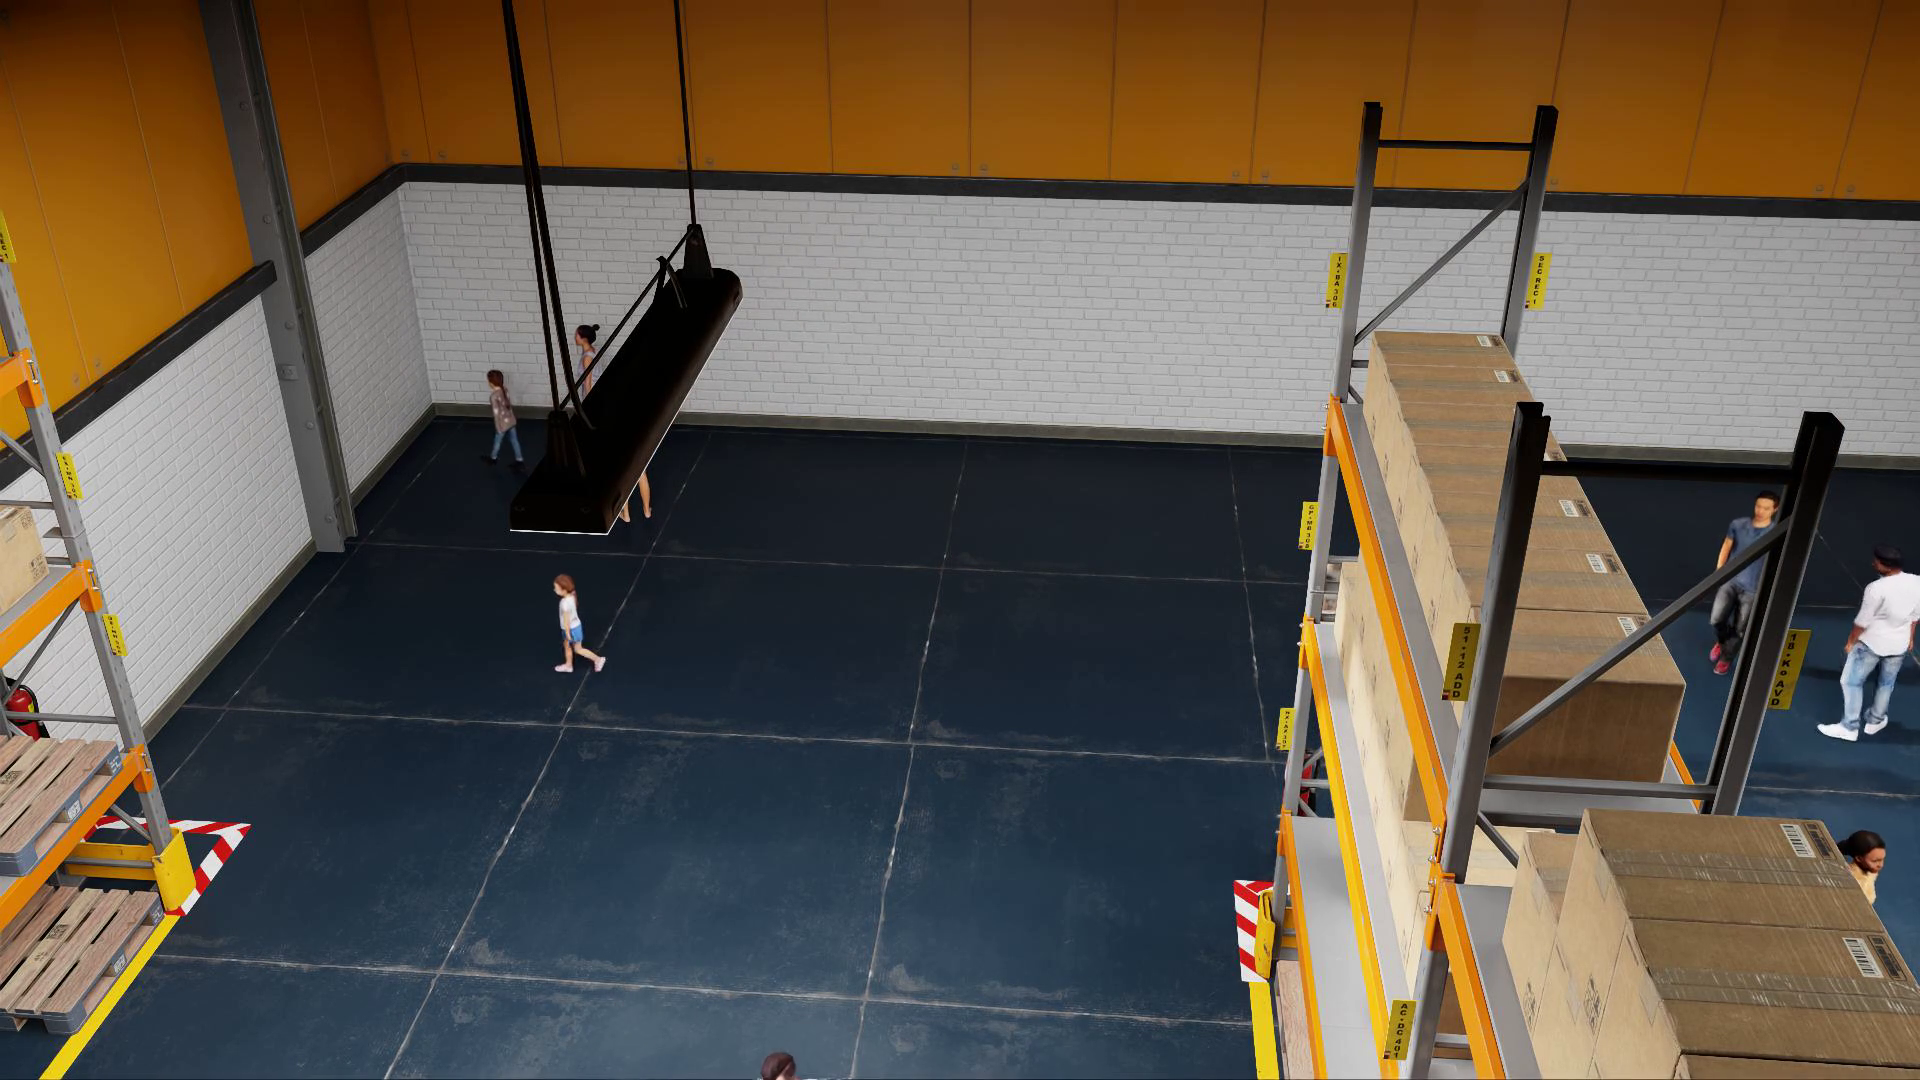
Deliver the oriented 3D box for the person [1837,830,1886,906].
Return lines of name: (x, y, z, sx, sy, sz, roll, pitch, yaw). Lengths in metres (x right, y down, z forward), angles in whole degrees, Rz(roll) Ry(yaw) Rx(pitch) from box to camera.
person: (5.598, 2.543, 10.796, 0.842, 1.618, 1.084, -10, 30, -17)

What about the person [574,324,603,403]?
person: (-4.065, -1.638, 18.470, 0.650, 1.610, 0.507, -3, 29, -6)

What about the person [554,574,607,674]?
person: (-3.393, 0.757, 14.709, 0.540, 1.007, 0.652, -2, 29, -3)

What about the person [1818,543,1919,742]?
person: (7.682, 0.842, 13.760, 0.877, 1.766, 0.664, 5, 29, 9)

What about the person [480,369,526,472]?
person: (-4.964, -1.292, 18.295, 0.685, 1.171, 0.746, 13, 31, 23)

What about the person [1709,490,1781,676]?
person: (6.932, 0.341, 14.641, 0.817, 1.803, 0.851, 22, 35, 34)
